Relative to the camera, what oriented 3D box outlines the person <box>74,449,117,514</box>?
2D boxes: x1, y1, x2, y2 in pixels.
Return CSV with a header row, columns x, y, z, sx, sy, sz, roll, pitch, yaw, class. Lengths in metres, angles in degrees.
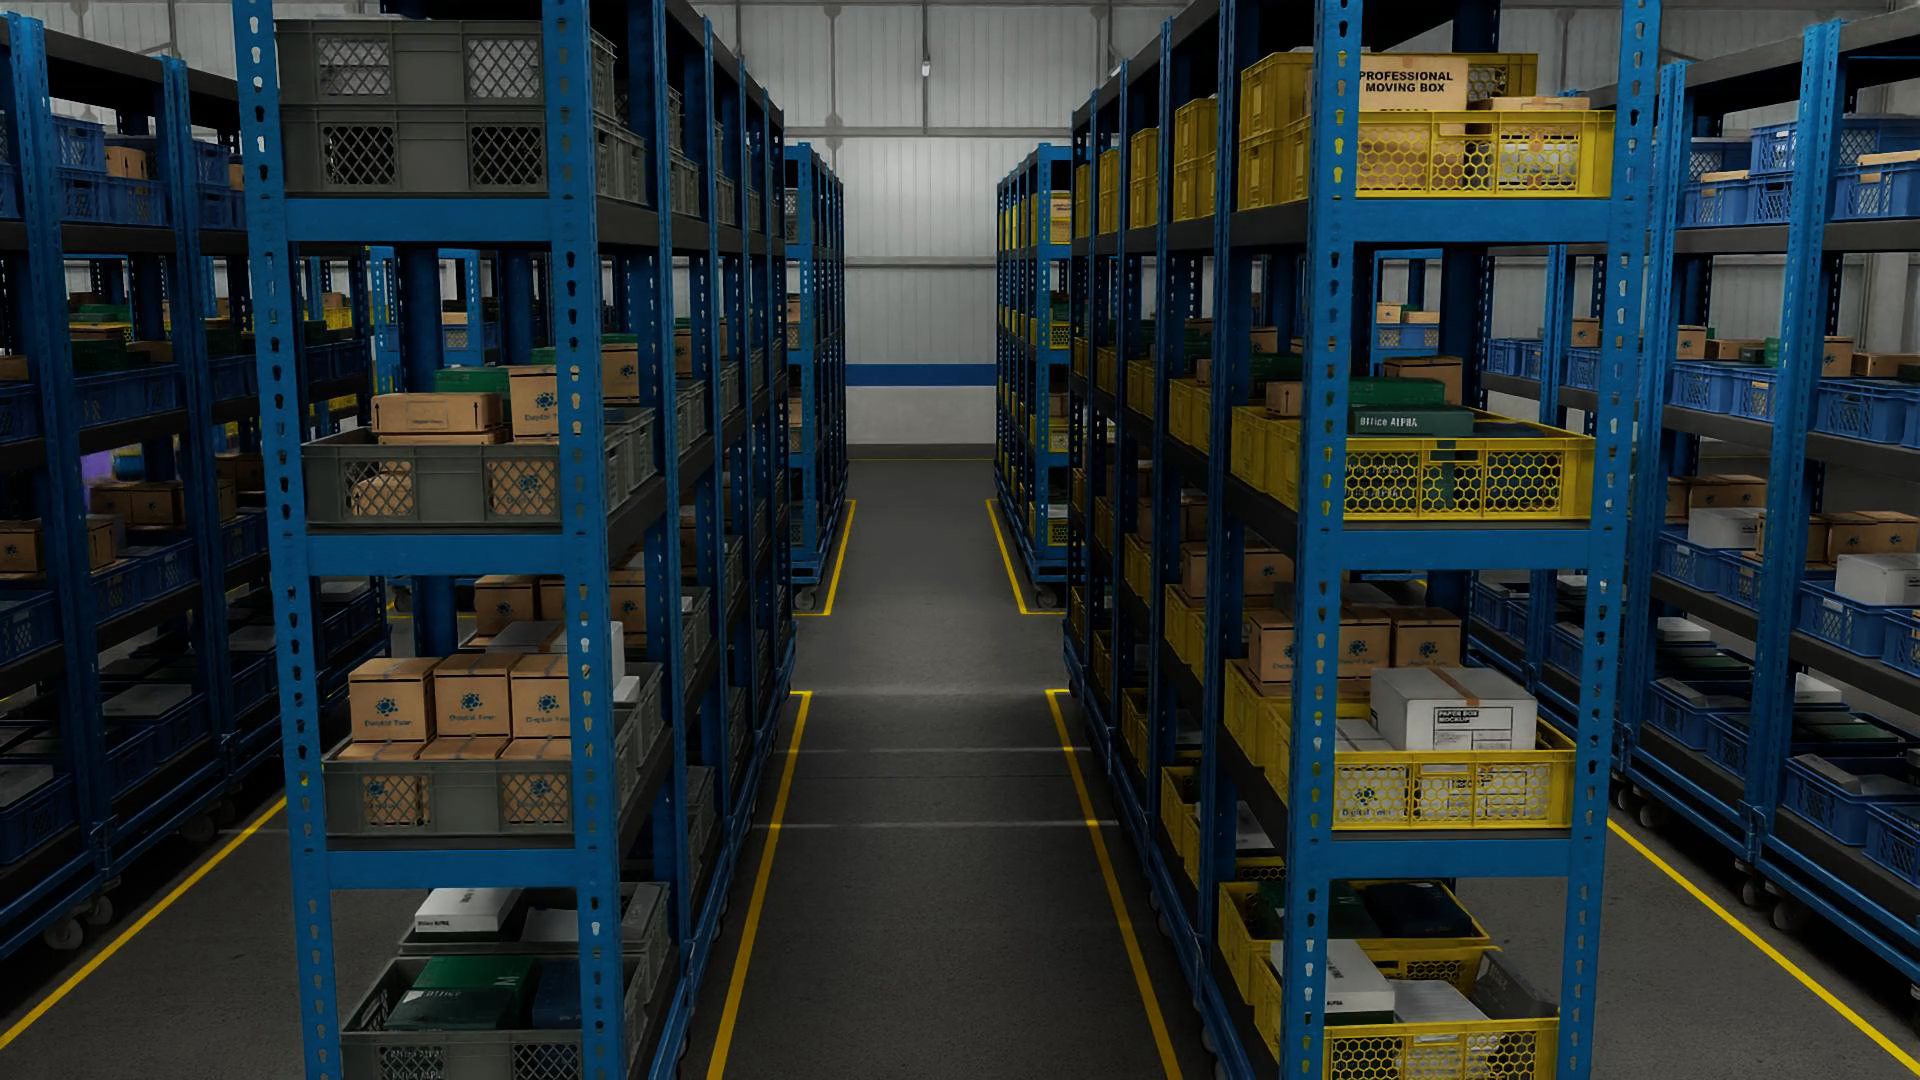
x,y,z,sx,sy,sz,roll,pitch,yaw,class
-6.392,-0.189,12.008,0.603,1.818,0.569,1,9,6,person
